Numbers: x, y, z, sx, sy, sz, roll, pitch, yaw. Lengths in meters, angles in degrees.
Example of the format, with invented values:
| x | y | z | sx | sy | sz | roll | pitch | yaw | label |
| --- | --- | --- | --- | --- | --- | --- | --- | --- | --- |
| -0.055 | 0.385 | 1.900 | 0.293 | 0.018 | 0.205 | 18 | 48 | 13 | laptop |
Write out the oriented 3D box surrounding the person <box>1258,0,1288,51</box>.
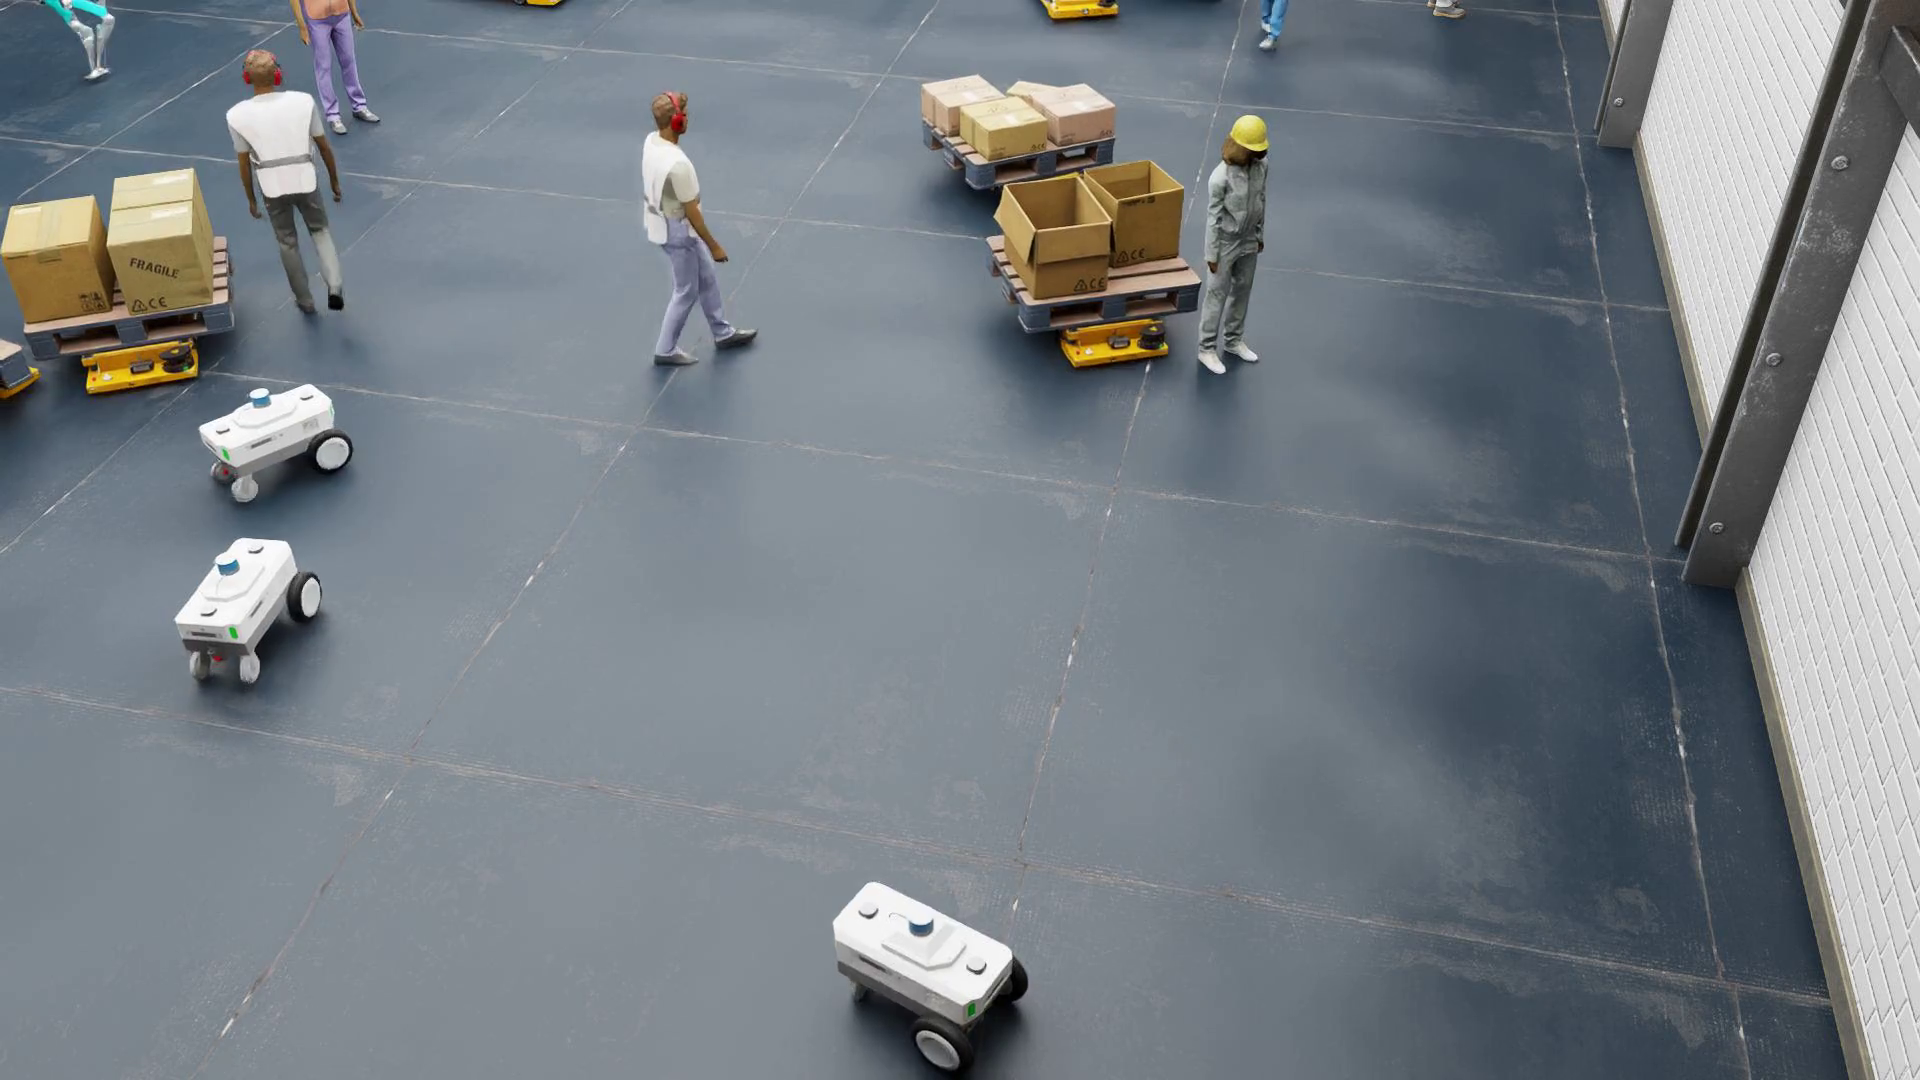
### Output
| x | y | z | sx | sy | sz | roll | pitch | yaw | label |
| --- | --- | --- | --- | --- | --- | --- | --- | --- | --- |
| 2.926 | -5.383 | 15.248 | 0.501 | 1.662 | 0.752 | 9 | 38 | 12 | person |

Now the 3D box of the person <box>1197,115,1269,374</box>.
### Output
| x | y | z | sx | sy | sz | roll | pitch | yaw | label |
| --- | --- | --- | --- | --- | --- | --- | --- | --- | --- |
| 1.744 | -1.863 | 10.489 | 0.492 | 1.731 | 0.322 | -26 | 44 | -31 | person |

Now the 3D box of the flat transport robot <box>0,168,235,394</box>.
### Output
| x | y | z | sx | sy | sz | roll | pitch | yaw | label |
| --- | --- | --- | --- | --- | --- | --- | --- | --- | --- |
| -5.472 | -1.446 | 11.154 | 0.659 | 0.231 | 1.431 | -12 | 38 | -16 | flat transport robot |

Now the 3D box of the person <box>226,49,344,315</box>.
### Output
| x | y | z | sx | sy | sz | roll | pitch | yaw | label |
| --- | --- | --- | --- | --- | --- | --- | --- | --- | --- |
| -4.411 | -2.310 | 11.010 | 0.601 | 1.819 | 0.521 | -16 | 40 | -20 | person |

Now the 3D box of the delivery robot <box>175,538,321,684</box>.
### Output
| x | y | z | sx | sy | sz | roll | pitch | yaw | label |
| --- | --- | --- | --- | --- | --- | --- | --- | --- | --- |
| -3.691 | 0.322 | 8.547 | 0.499 | 0.592 | 0.795 | 4 | 37 | 5 | delivery robot |

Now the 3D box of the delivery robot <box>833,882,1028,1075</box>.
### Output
| x | y | z | sx | sy | sz | roll | pitch | yaw | label |
| --- | --- | --- | --- | --- | --- | --- | --- | --- | --- |
| -0.122 | 1.726 | 6.687 | 0.785 | 0.614 | 0.499 | 21 | 42 | 25 | delivery robot |

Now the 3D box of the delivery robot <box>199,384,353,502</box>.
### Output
| x | y | z | sx | sy | sz | roll | pitch | yaw | label |
| --- | --- | --- | --- | --- | --- | --- | --- | --- | --- |
| -4.038 | -0.615 | 9.818 | 0.812 | 0.614 | 0.499 | -30 | 46 | -34 | delivery robot |

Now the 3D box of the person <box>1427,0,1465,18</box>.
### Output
| x | y | z | sx | sy | sz | roll | pitch | yaw | label |
| --- | --- | --- | --- | --- | --- | --- | --- | --- | --- |
| 4.783 | -5.976 | 15.867 | 0.337 | 1.882 | 0.581 | 2 | 37 | 3 | person |

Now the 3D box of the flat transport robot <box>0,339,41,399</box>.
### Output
| x | y | z | sx | sy | sz | roll | pitch | yaw | label |
| --- | --- | --- | --- | --- | --- | --- | --- | --- | --- |
| -6.542 | -0.816 | 10.311 | 0.659 | 0.231 | 1.431 | 16 | 40 | 21 | flat transport robot |

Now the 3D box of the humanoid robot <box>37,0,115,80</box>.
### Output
| x | y | z | sx | sy | sz | roll | pitch | yaw | label |
| --- | --- | --- | --- | --- | --- | --- | --- | --- | --- |
| -7.797 | -4.806 | 14.525 | 0.569 | 1.909 | 0.759 | 22 | 42 | 27 | humanoid robot |

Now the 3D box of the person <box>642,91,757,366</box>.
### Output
| x | y | z | sx | sy | sz | roll | pitch | yaw | label |
| --- | --- | --- | --- | --- | --- | --- | --- | --- | --- |
| -1.691 | -1.956 | 10.560 | 0.643 | 1.813 | 0.587 | -11 | 38 | -14 | person |

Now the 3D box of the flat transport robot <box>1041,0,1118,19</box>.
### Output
| x | y | z | sx | sy | sz | roll | pitch | yaw | label |
| --- | --- | --- | --- | --- | --- | --- | --- | --- | --- |
| 1.066 | -5.559 | 16.658 | 0.659 | 0.231 | 1.431 | -8 | 37 | -10 | flat transport robot |

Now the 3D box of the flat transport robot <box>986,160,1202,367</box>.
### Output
| x | y | z | sx | sy | sz | roll | pitch | yaw | label |
| --- | --- | --- | --- | --- | --- | --- | --- | --- | --- |
| 0.874 | -1.639 | 11.412 | 0.659 | 0.231 | 1.431 | -9 | 38 | -12 | flat transport robot |

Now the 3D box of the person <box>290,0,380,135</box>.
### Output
| x | y | z | sx | sy | sz | roll | pitch | yaw | label |
| --- | --- | --- | --- | --- | --- | --- | --- | --- | --- |
| -5.192 | -4.288 | 13.636 | 0.390 | 1.849 | 0.563 | 27 | 44 | 31 | person |

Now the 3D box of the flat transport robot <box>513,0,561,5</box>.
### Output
| x | y | z | sx | sy | sz | roll | pitch | yaw | label |
| --- | --- | --- | --- | --- | --- | --- | --- | --- | --- |
| -4.583 | -5.640 | 16.766 | 1.431 | 0.231 | 0.659 | 10 | 38 | 14 | flat transport robot |

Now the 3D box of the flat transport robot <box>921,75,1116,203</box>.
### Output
| x | y | z | sx | sy | sz | roll | pitch | yaw | label |
| --- | --- | --- | --- | --- | --- | --- | --- | --- | --- |
| 0.452 | -2.967 | 13.189 | 0.659 | 0.231 | 1.431 | -16 | 40 | -20 | flat transport robot |
